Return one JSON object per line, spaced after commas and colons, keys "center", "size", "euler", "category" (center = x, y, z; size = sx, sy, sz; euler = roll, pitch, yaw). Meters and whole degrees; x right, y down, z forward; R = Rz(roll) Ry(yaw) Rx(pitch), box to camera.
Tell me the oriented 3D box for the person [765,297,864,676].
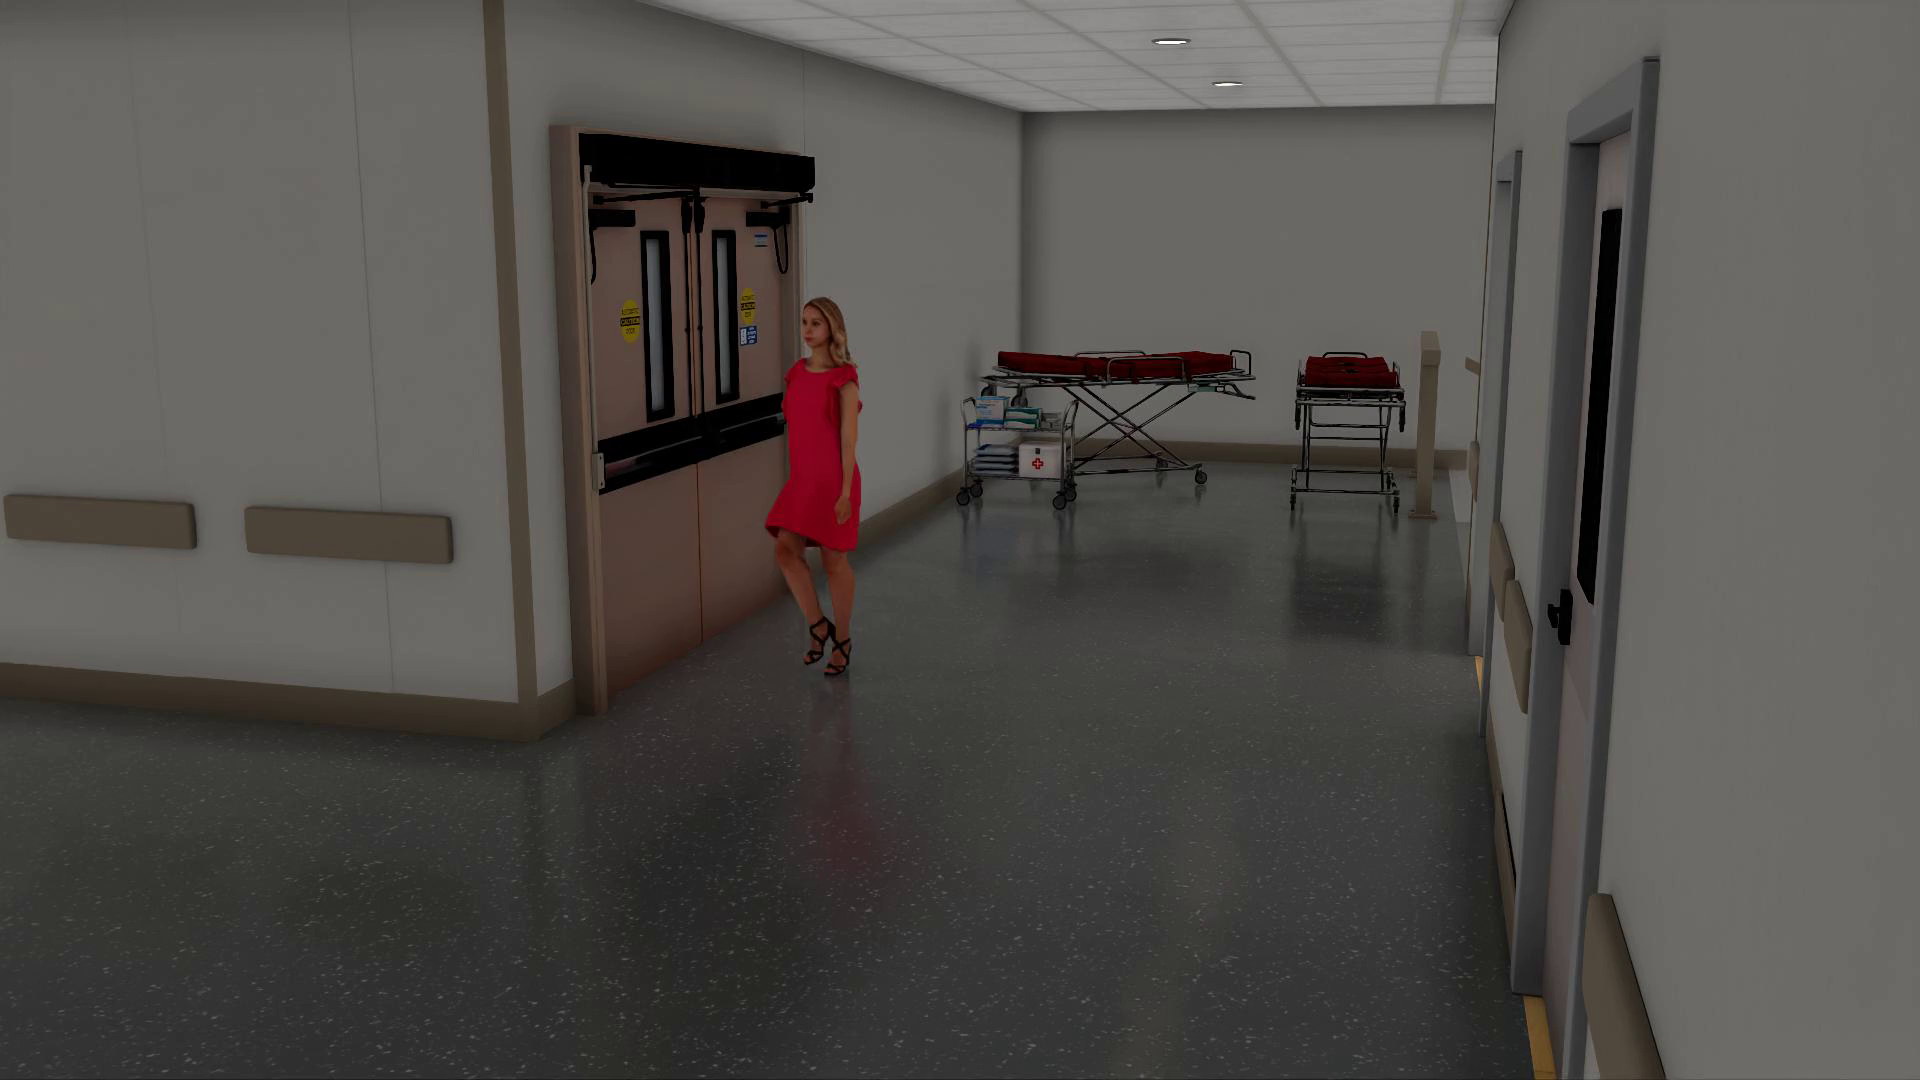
{"center": [-0.568, -0.227, 7.569], "size": [0.669, 1.677, 0.702], "euler": [7, 13, 34], "category": "person"}
